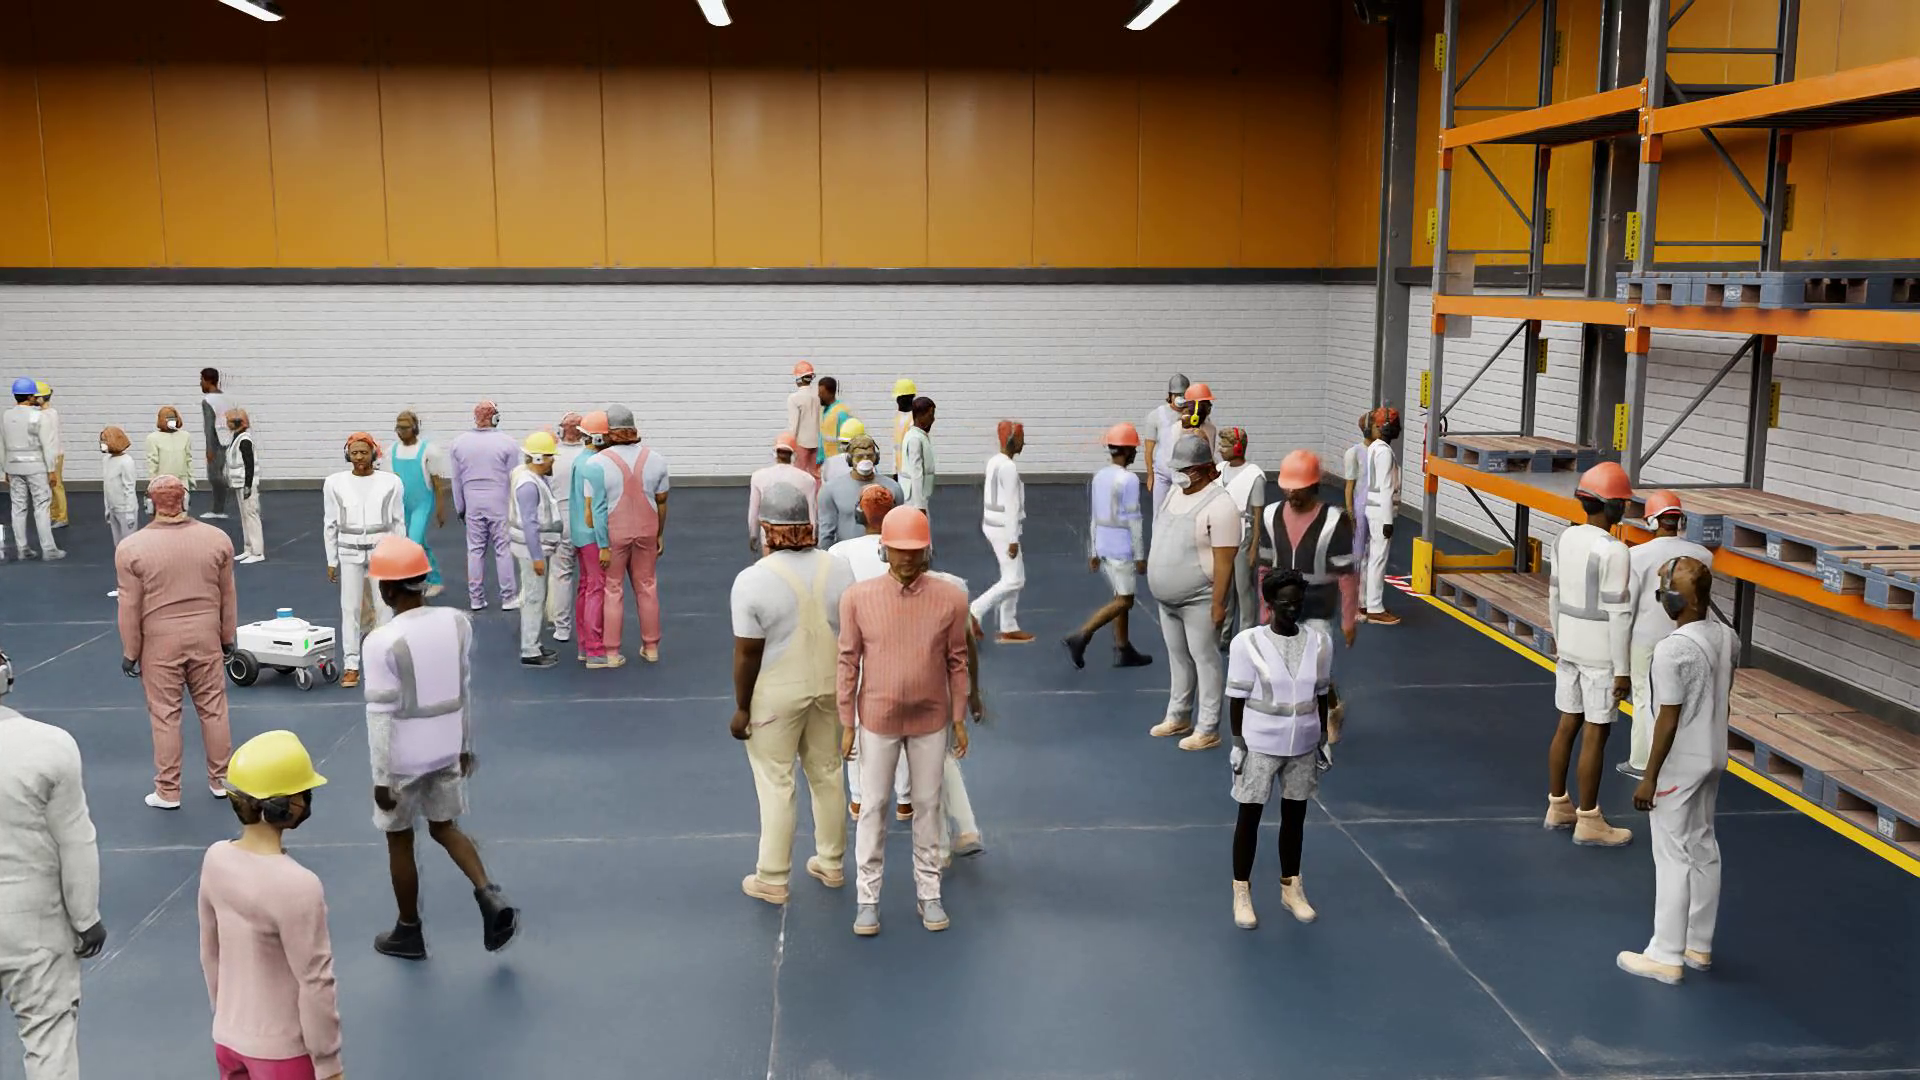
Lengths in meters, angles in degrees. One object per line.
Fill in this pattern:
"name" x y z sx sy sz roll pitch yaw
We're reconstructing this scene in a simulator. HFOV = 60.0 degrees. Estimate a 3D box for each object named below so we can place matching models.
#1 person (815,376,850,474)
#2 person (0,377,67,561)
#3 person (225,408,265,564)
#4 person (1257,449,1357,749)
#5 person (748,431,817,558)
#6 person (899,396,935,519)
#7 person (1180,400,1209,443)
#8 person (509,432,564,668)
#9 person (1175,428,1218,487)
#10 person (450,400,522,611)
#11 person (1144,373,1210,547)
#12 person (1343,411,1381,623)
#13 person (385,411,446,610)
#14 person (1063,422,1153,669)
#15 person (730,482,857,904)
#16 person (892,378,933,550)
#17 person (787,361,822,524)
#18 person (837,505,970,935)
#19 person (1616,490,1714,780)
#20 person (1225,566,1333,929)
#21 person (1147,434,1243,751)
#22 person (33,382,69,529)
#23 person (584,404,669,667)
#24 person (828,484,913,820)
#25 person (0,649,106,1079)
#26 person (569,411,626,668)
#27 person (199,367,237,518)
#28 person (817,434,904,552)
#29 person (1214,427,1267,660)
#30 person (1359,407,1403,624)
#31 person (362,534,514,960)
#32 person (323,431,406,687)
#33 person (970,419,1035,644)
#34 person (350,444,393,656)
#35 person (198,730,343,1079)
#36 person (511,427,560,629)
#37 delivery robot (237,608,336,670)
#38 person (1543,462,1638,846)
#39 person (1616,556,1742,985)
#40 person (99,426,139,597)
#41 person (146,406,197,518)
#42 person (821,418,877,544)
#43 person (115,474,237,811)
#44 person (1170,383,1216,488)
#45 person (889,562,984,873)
"person" -1.399 -0.901 18.768 0.440 1.897 0.633 -4 10 -23
"person" -9.868 -0.746 17.632 0.605 1.948 0.403 1 9 6
"person" -7.525 -0.568 17.487 0.311 1.636 0.521 -6 11 -33
"person" 2.119 0.422 10.149 0.615 2.009 0.685 7 11 36
"person" -1.482 -0.053 13.966 0.568 1.722 0.627 -3 10 -18
"person" -0.389 -0.370 15.382 0.392 1.915 0.590 0 9 -3
"person" 2.161 -0.371 15.512 0.329 1.877 0.507 2 9 10
"person" -3.281 0.070 12.921 0.404 1.821 0.590 -1 9 -6
"person" 2.154 -0.209 15.244 0.529 1.635 0.315 -7 11 -37
"person" -4.234 -0.307 15.004 0.648 1.907 0.401 1 9 7
"person" 2.224 -0.675 16.894 0.682 2.000 0.537 -1 9 -5
"person" 3.575 -0.204 14.554 0.508 1.847 0.345 -6 11 -34
"person" -5.032 -0.287 15.250 0.533 1.793 0.986 3 9 15
"person" 1.136 0.062 12.661 0.743 1.915 0.545 -4 10 -22
"person" -0.849 0.727 8.096 0.673 2.000 0.536 -7 11 -37
"person" -0.550 -0.792 18.022 0.381 1.916 0.585 -7 11 -37
"person" -1.865 -1.161 20.093 0.381 1.994 0.620 7 12 38
"person" -0.254 0.823 7.634 0.614 1.994 0.395 -1 9 -8
"person" 4.200 0.572 9.999 0.564 1.741 0.350 0 9 -2
"person" 1.486 0.954 7.739 0.531 1.697 0.320 -2 9 -14
"person" 1.463 0.315 10.680 0.535 2.000 0.680 -5 10 -27
"person" -10.911 -1.011 19.888 0.531 1.760 0.352 9 13 44
"person" -2.633 -0.044 12.937 0.688 2.000 0.539 -6 11 -34
"person" -0.448 0.625 9.223 0.573 1.884 0.353 1 9 3
"person" -3.134 1.227 5.418 0.646 1.901 0.401 -1 9 -9
"person" -2.811 -0.007 12.880 0.407 1.987 0.615 -4 10 -25
"person" -9.130 -1.189 20.602 0.669 1.902 0.597 0 9 -1
"person" -0.675 0.230 11.531 0.627 1.940 0.372 -3 10 -20
"person" 2.189 0.025 13.133 0.394 1.839 0.563 -5 10 -29
"person" 3.668 -0.215 14.497 0.340 1.882 0.585 0 9 0
"person" -2.304 0.927 7.233 0.656 1.916 0.560 6 11 33
"person" -4.378 0.141 12.268 0.572 1.883 0.356 -3 10 -19
"person" 0.315 -0.053 13.522 0.560 1.868 0.586 -1 9 -9
"person" -4.708 0.053 13.266 0.575 1.737 0.396 3 10 18
"person" -1.915 1.405 4.698 0.528 1.767 0.330 6 11 35
"person" -3.543 -0.090 14.160 0.580 1.735 0.474 1 9 9
"delivery robot" -4.986 0.749 12.312 0.707 0.478 0.477 4 10 21
"person" 3.391 0.602 8.872 0.376 2.042 0.615 -2 9 -13
"person" 3.091 0.981 7.132 0.504 1.839 0.344 -6 11 -34
"person" -7.857 -0.256 15.577 0.493 1.625 0.280 8 12 40
"person" -8.441 -0.621 17.831 0.264 1.632 0.508 7 11 36
"person" -0.883 -0.104 13.948 0.591 1.837 0.403 7 11 37
"person" -4.448 0.577 9.466 0.641 1.906 0.407 -9 13 -43
"person" 2.265 -0.513 16.015 0.608 1.997 0.375 -9 12 -43
"person" -0.189 0.798 8.385 0.562 1.810 0.444 -7 12 -38
